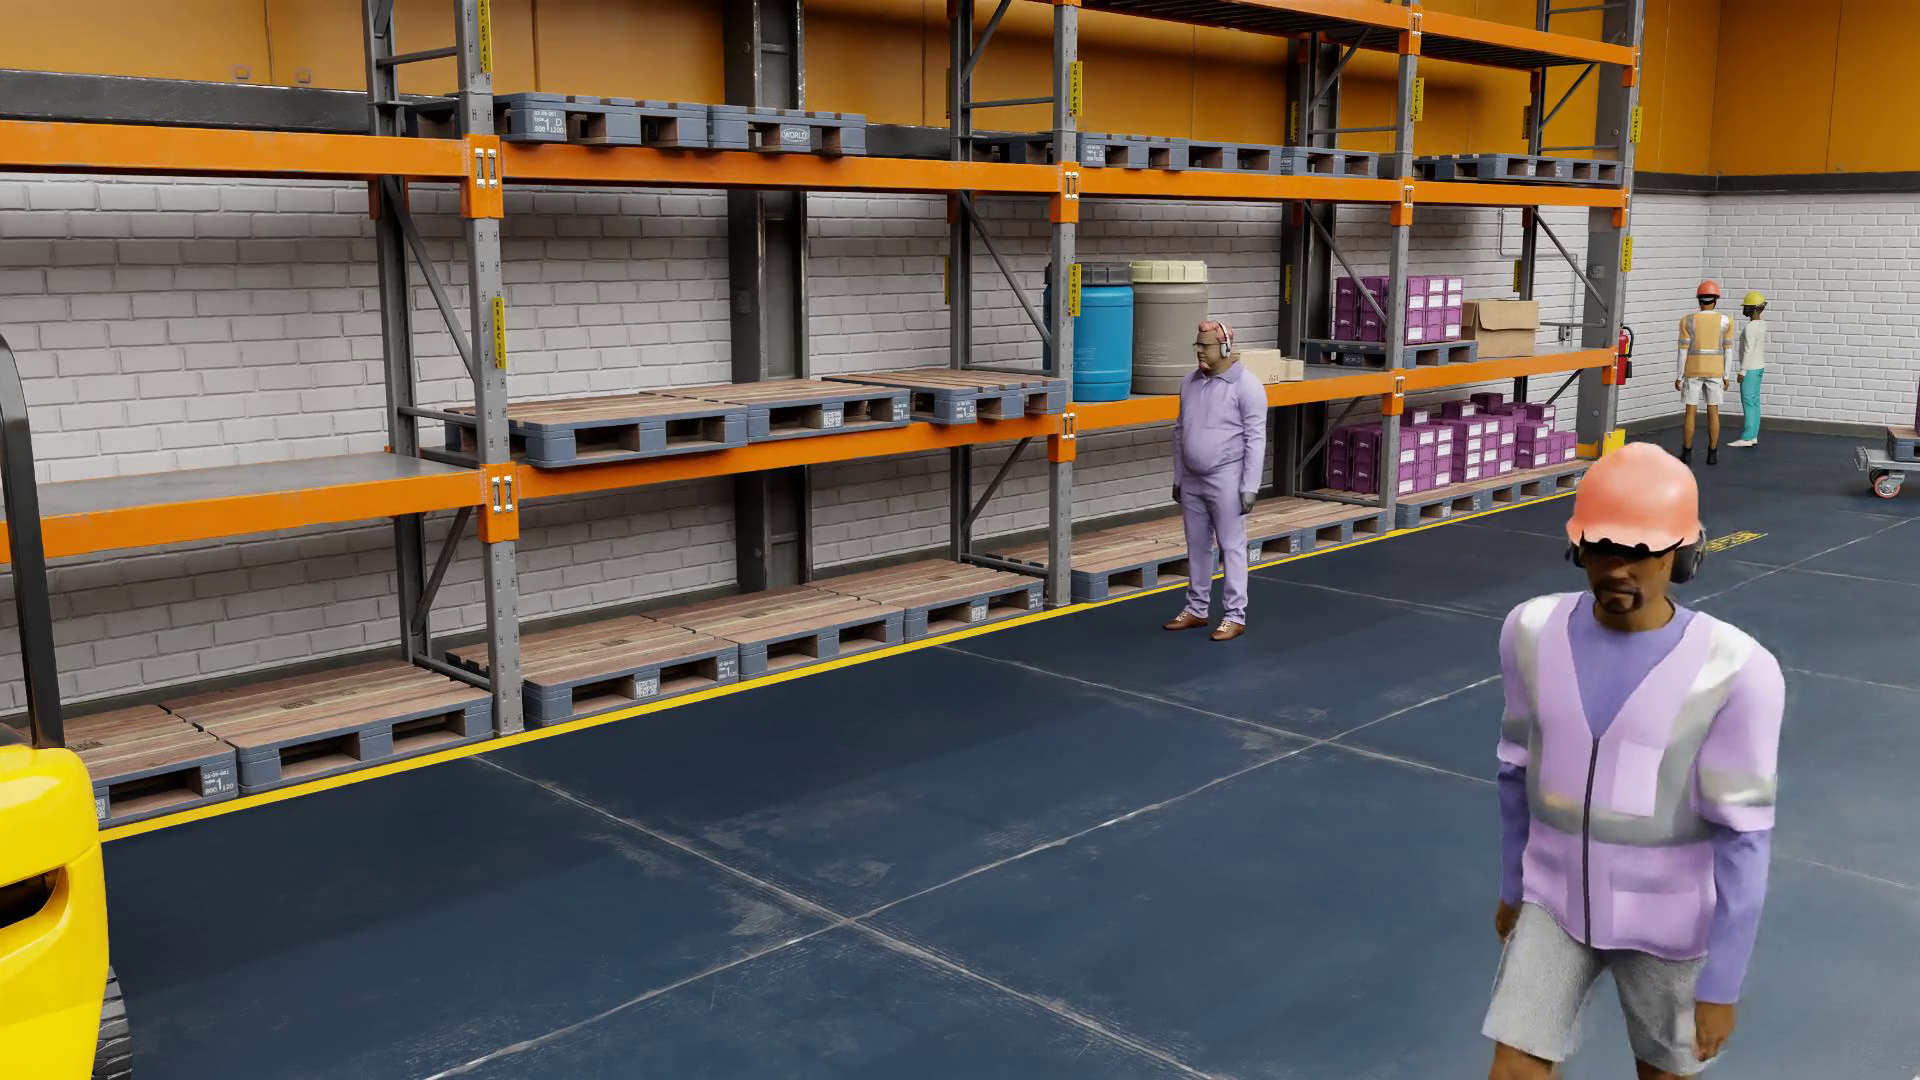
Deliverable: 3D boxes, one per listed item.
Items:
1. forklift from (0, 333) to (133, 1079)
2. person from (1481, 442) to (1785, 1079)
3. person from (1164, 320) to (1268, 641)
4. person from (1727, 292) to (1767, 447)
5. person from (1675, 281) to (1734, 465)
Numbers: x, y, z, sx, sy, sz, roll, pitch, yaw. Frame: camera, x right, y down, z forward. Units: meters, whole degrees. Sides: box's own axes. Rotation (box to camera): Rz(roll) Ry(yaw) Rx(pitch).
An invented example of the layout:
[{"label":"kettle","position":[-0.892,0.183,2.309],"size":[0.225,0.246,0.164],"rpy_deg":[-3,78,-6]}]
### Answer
[{"label":"forklift","position":[-3.289,0.485,4.582],"size":[1.214,2.155,2.313],"rpy_deg":[-10,14,-44]},{"label":"person","position":[1.332,0.792,3.468],"size":[1.053,1.984,0.620],"rpy_deg":[-10,14,-44]},{"label":"person","position":[1.505,-0.354,9.941],"size":[0.401,1.907,0.648],"rpy_deg":[-8,13,-38]},{"label":"person","position":[8.996,-1.938,18.966],"size":[0.312,1.768,0.529],"rpy_deg":[9,14,39]},{"label":"person","position":[7.819,-1.752,17.508],"size":[0.543,1.928,0.374],"rpy_deg":[3,11,16]}]
